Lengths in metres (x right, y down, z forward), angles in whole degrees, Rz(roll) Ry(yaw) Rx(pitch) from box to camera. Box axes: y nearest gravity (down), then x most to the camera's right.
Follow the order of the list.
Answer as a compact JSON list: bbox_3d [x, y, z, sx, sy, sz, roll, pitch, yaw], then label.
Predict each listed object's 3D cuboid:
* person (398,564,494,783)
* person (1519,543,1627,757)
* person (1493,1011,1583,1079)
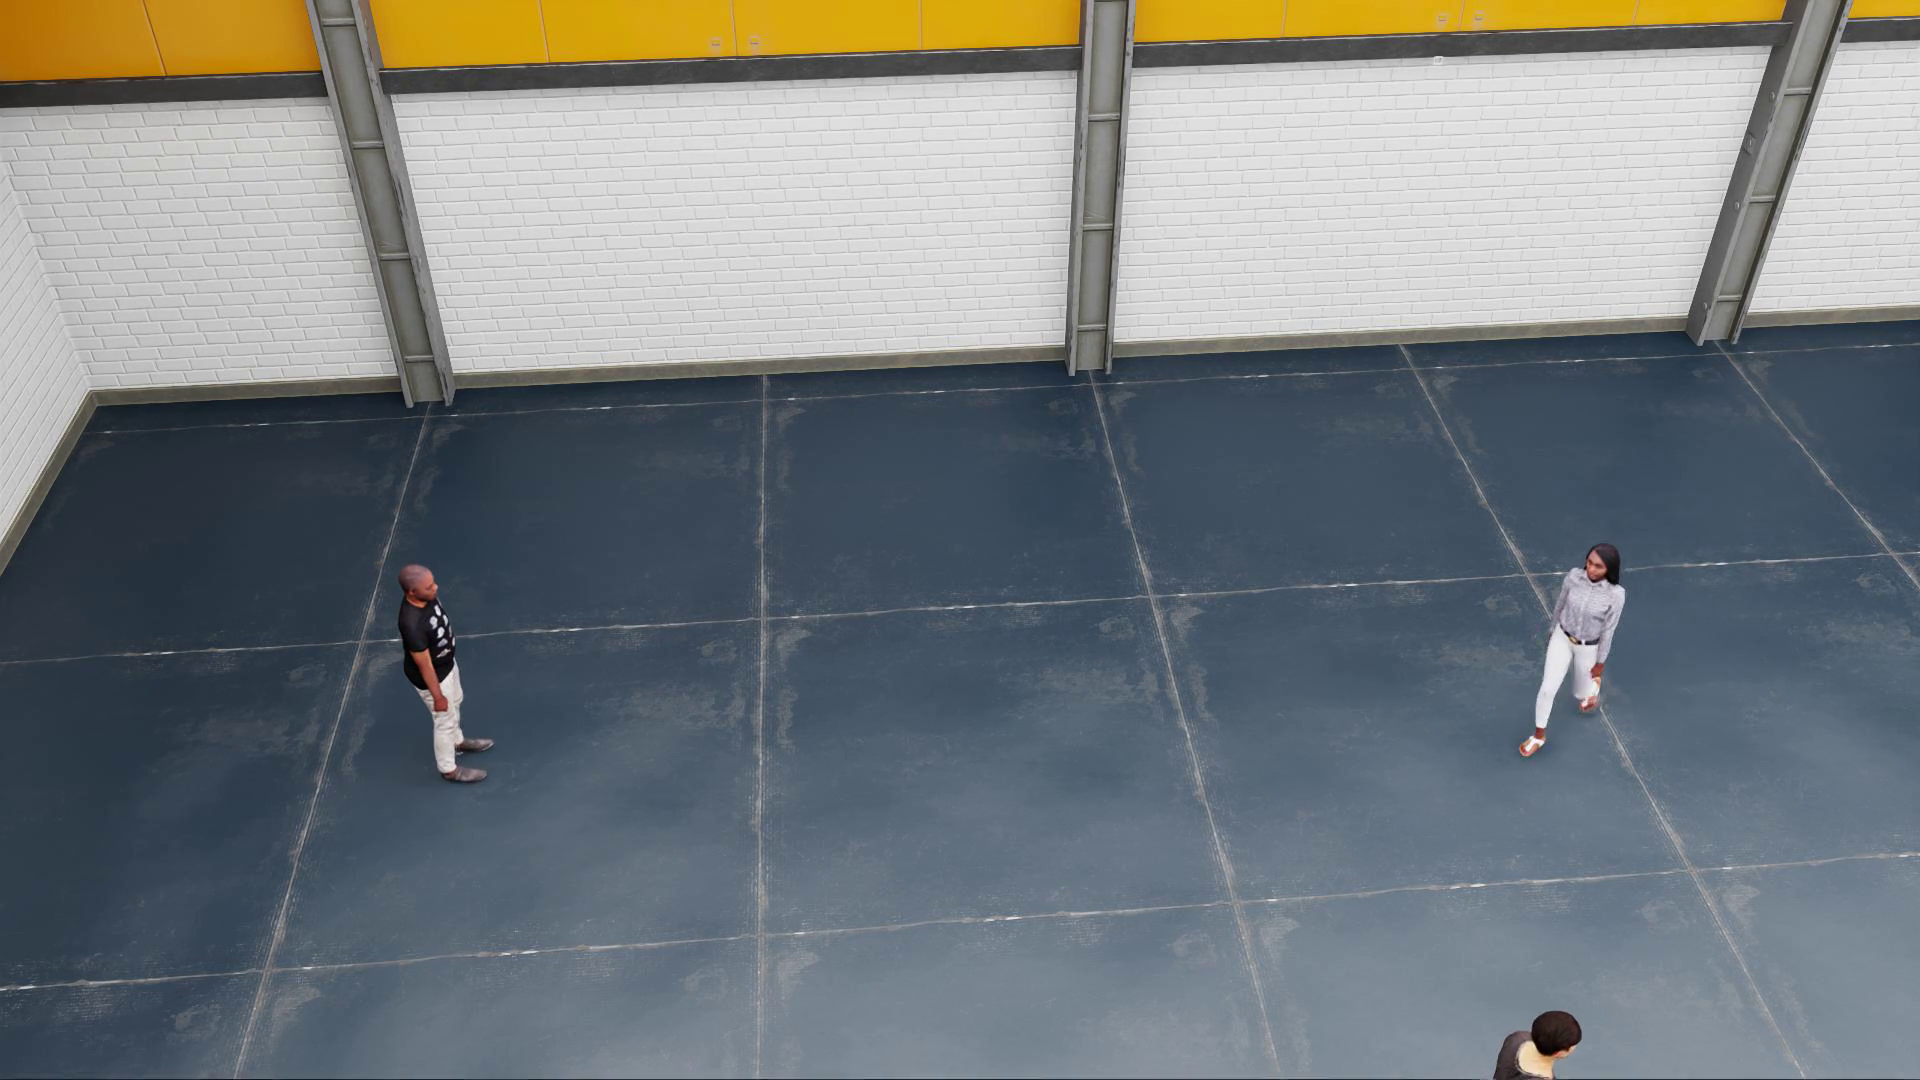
[{"bbox_3d":[-3.458,0.861,10.917,0.595,1.800,0.654,-4,39,-5],"label":"person"},{"bbox_3d":[4.201,0.701,11.196,1.096,1.703,0.988,-31,48,-33],"label":"person"},{"bbox_3d":[2.732,2.945,8.385,0.762,1.704,0.615,-4,39,-5],"label":"person"}]
